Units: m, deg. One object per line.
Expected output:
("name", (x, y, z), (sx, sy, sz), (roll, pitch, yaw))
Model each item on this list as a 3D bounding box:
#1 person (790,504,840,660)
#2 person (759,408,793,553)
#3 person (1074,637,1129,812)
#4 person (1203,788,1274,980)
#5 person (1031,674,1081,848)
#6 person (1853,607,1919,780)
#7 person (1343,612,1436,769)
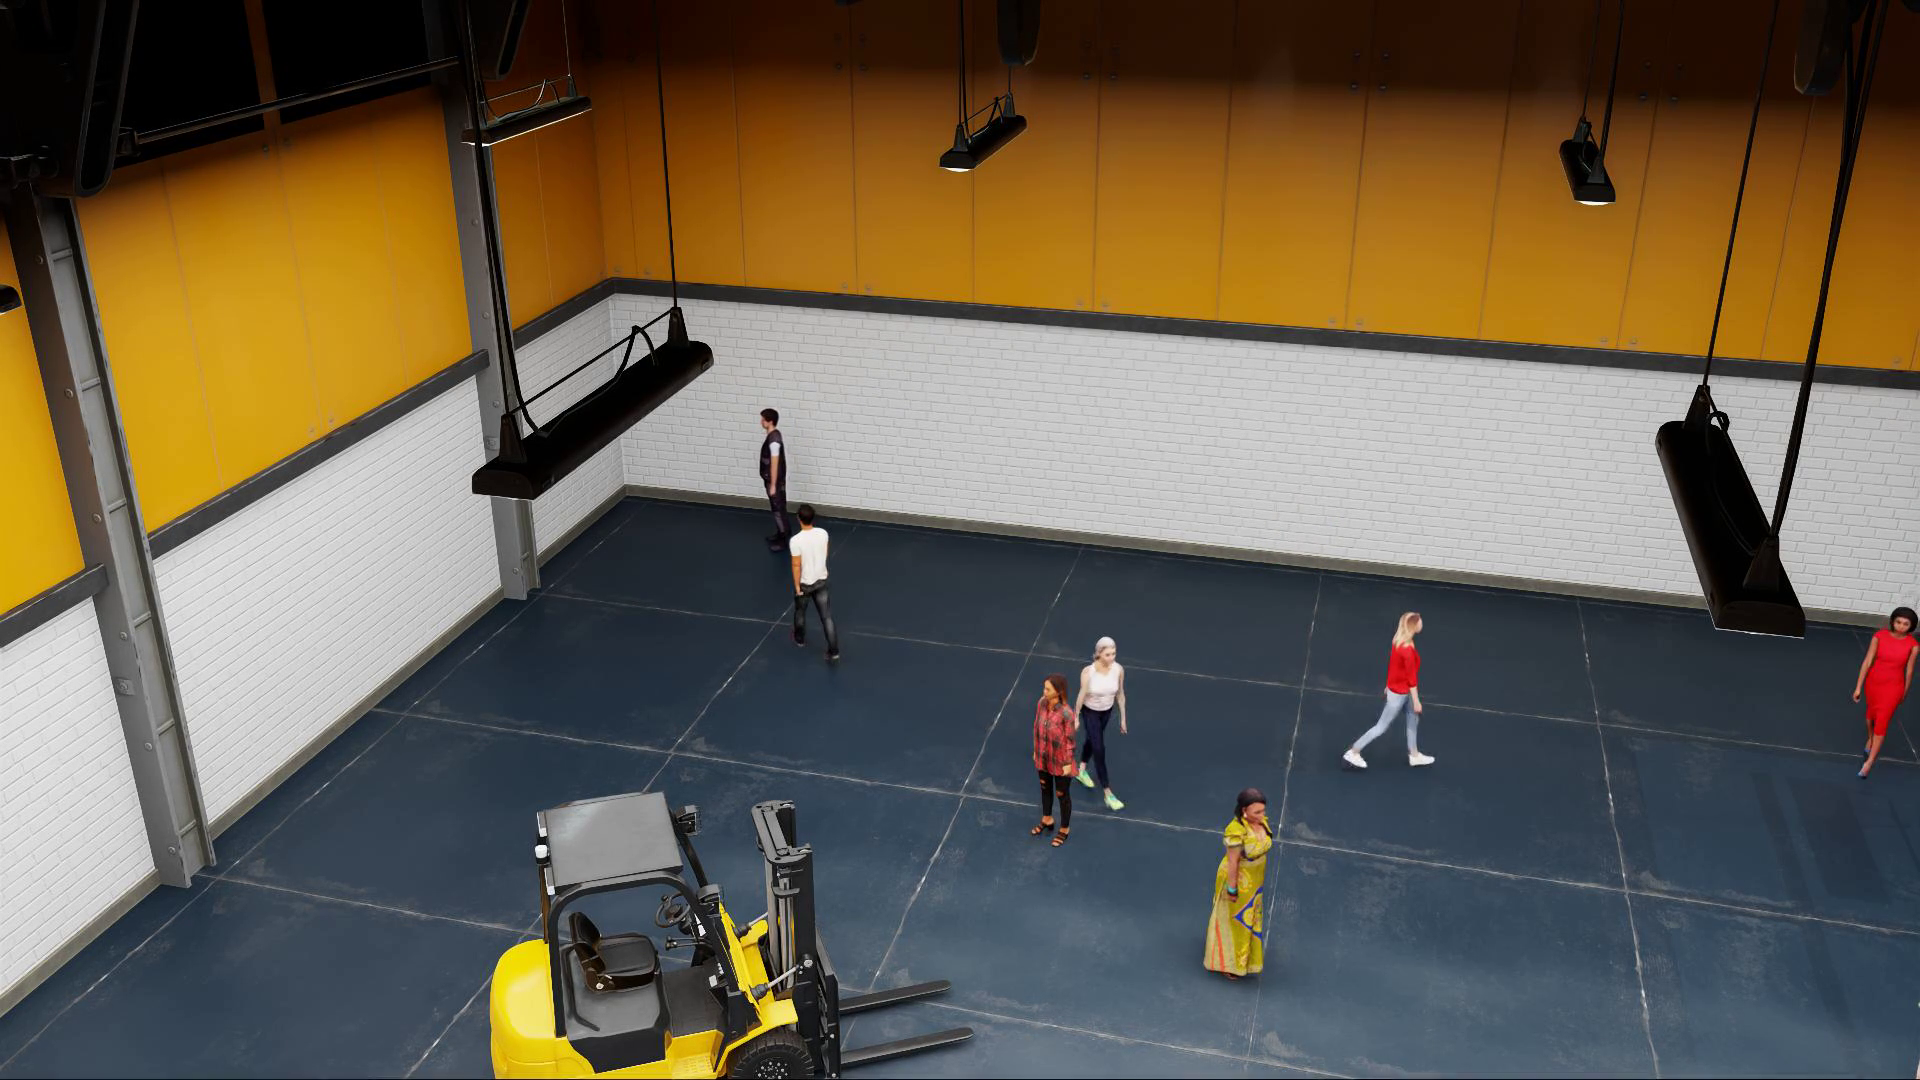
("person", (-1.562, 0.488, 18.115), (1.141, 1.768, 1.205), (-13, 27, -27))
("person", (-2.308, -0.772, 20.902), (0.791, 1.844, 0.678), (-5, 24, -11))
("person", (1.240, 1.627, 15.636), (1.074, 1.665, 1.147), (-11, 26, -24))
("person", (2.246, 2.688, 13.218), (1.026, 1.658, 0.877), (17, 29, 33))
("person", (0.850, 1.944, 14.868), (0.728, 1.700, 0.706), (-20, 31, -38))
("person", (8.929, 1.418, 16.070), (0.898, 1.701, 1.174), (19, 30, 36))
("person", (4.132, 1.492, 15.944), (0.847, 1.666, 1.130), (1, 24, 2))
